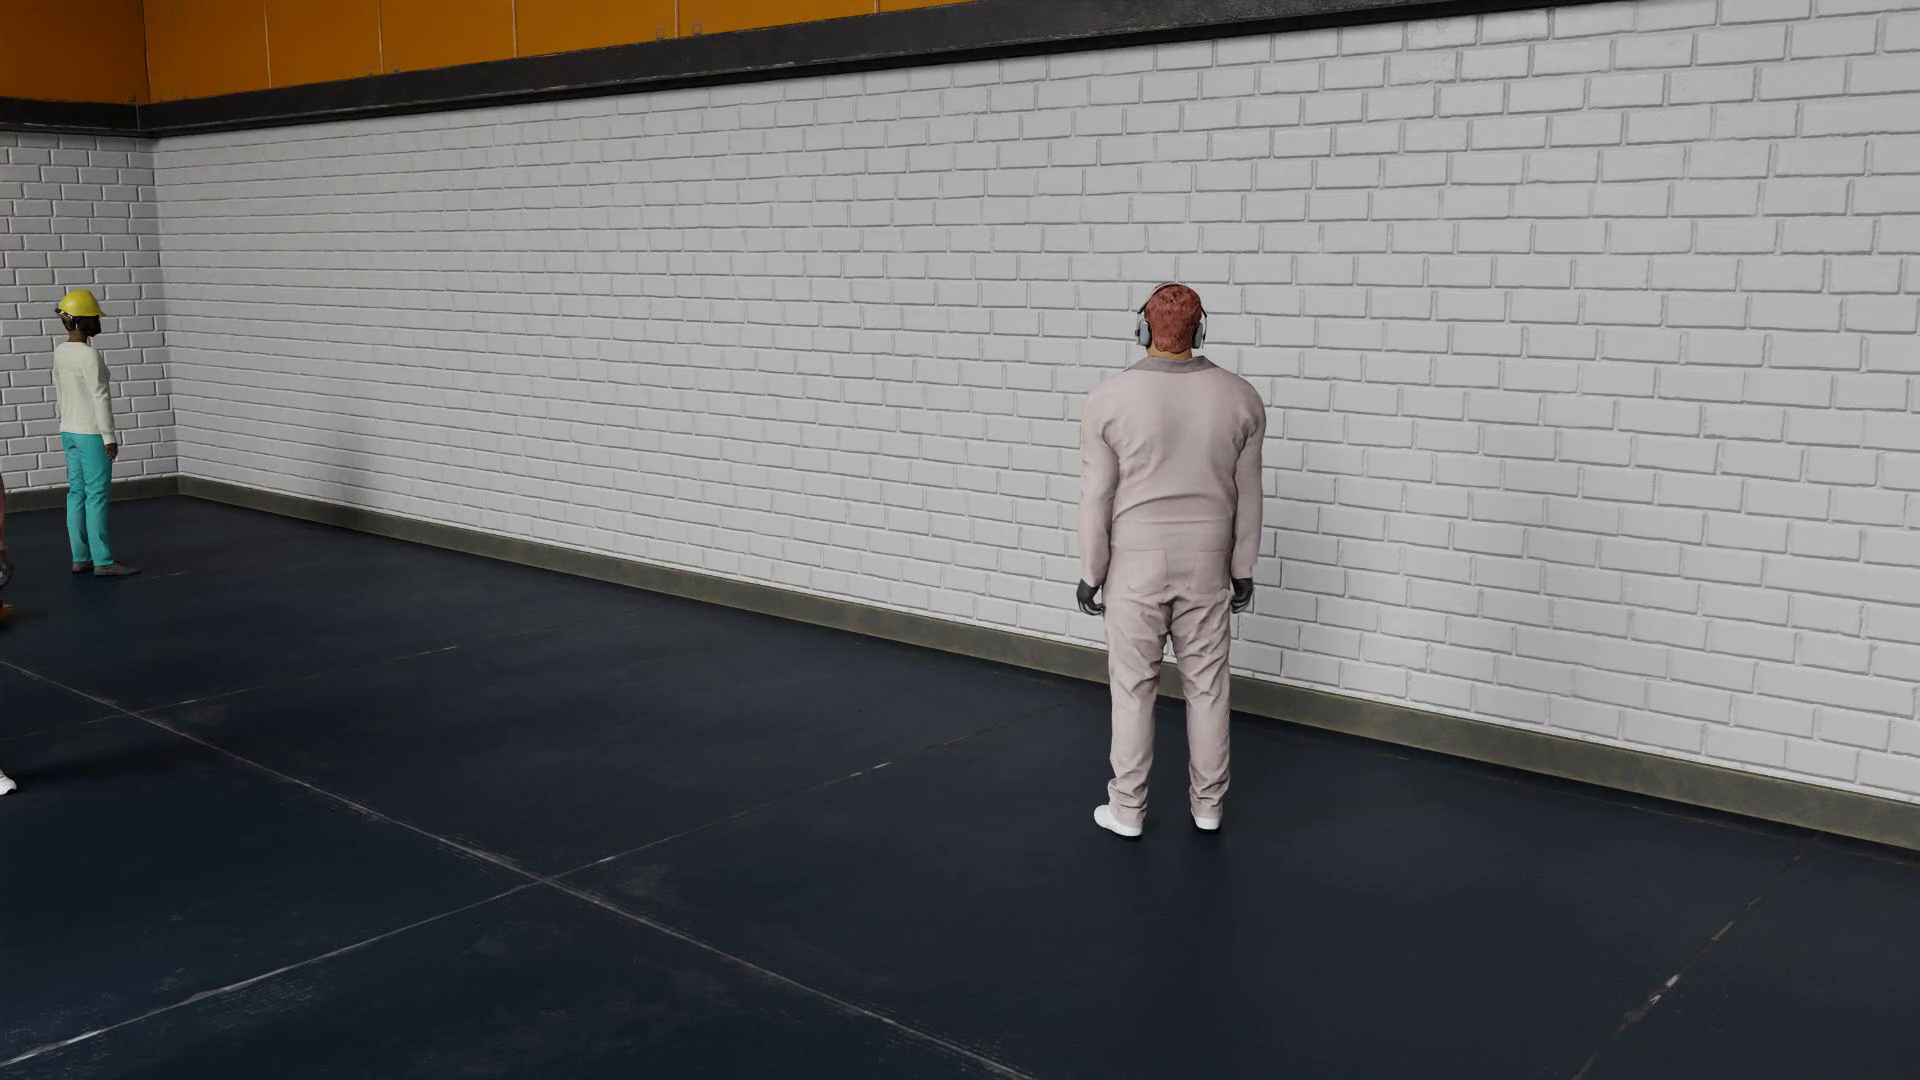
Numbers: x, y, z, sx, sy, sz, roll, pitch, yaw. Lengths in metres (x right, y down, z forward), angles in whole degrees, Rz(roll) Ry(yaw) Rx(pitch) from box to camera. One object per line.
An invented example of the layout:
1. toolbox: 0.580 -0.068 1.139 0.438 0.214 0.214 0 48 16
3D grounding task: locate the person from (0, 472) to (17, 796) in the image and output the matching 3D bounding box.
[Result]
1. person: -3.756 0.029 5.985 0.408 1.913 0.642 9 13 40

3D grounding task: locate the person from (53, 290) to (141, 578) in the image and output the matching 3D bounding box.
1. person: -5.360 -0.648 10.254 0.524 1.769 0.308 7 12 36

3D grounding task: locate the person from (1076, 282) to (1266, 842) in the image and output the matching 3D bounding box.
1. person: 0.706 0.083 5.693 0.649 1.907 0.409 -2 10 -10

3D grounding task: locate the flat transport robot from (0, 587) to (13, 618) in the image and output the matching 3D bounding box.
1. flat transport robot: -5.857 0.371 8.704 1.431 0.197 0.652 0 10 1
